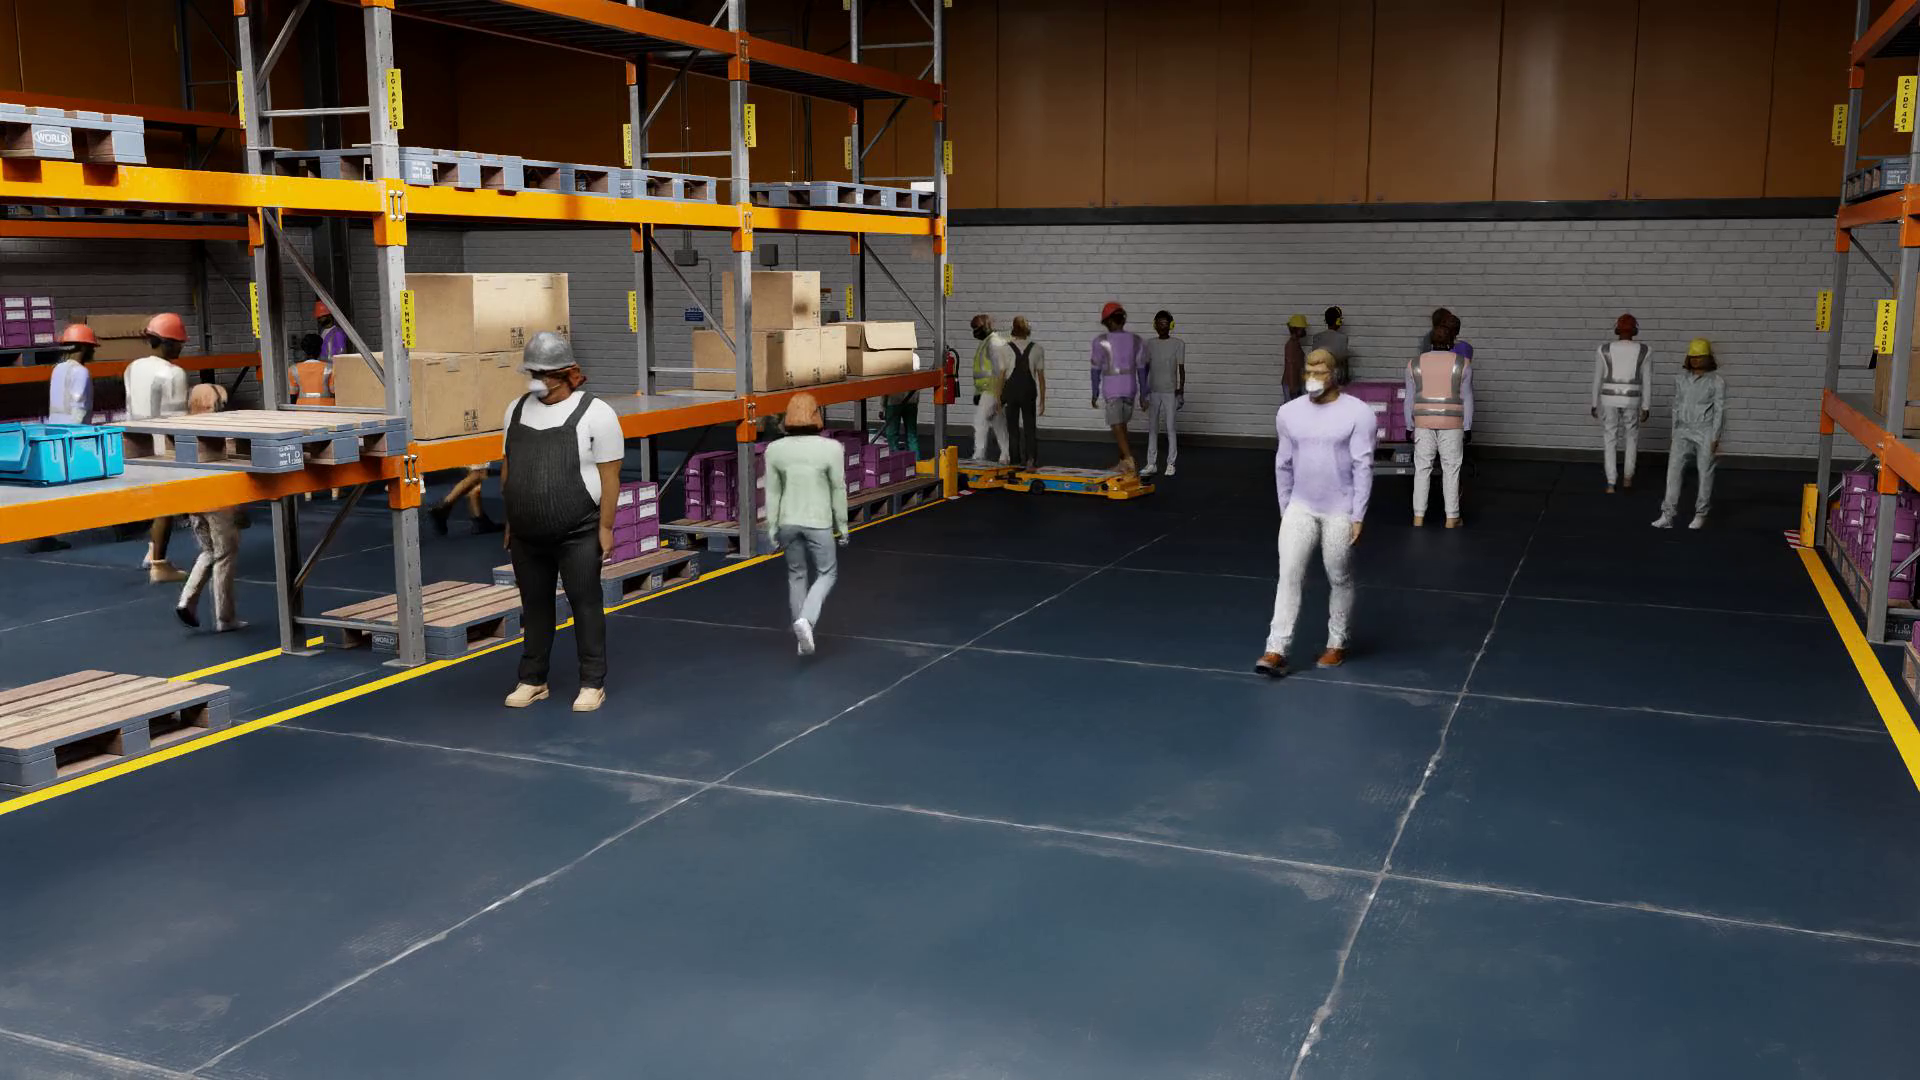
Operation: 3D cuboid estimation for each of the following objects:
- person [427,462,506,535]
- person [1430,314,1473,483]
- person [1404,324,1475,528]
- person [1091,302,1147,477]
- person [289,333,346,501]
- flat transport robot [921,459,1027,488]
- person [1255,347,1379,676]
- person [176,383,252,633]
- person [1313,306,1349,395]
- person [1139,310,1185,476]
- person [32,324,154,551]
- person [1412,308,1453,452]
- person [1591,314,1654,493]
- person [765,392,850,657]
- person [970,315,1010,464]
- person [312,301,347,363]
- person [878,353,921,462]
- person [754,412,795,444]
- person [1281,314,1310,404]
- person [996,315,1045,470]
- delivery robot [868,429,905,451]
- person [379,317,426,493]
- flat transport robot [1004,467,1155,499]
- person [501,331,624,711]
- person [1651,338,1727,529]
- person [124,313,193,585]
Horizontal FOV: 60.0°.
[{"bbox_3d":[-4.324,-0.961,14.452,0.551,1.916,0.747,8,12,39],"label":"person"},{"bbox_3d":[5.247,-1.489,17.854,0.565,1.846,0.390,-6,11,-31],"label":"person"},{"bbox_3d":[4.345,-1.031,15.089,0.621,1.845,0.429,5,10,25],"label":"person"},{"bbox_3d":[1.787,-1.626,18.298,0.608,1.992,0.950,-4,10,-23],"label":"person"},{"bbox_3d":[-6.483,-1.234,16.774,0.530,1.692,0.321,-2,9,-9],"label":"person"},{"bbox_3d":[0.016,-0.740,18.074,1.431,0.197,0.652,9,13,44],"label":"flat transport robot"},{"bbox_3d":[2.033,-0.140,9.530,0.635,1.901,0.950,6,11,31],"label":"person"},{"bbox_3d":[-4.804,-0.196,10.706,0.517,1.627,0.372,4,10,22],"label":"person"},{"bbox_3d":[4.558,-1.926,20.424,0.521,1.874,0.328,8,13,41],"label":"person"},{"bbox_3d":[2.289,-1.662,18.840,0.532,1.867,0.318,5,11,27],"label":"person"},{"bbox_3d":[-7.377,-0.869,13.981,0.553,1.869,1.028,7,11,35],"label":"person"},{"bbox_3d":[5.360,-1.661,18.750,0.686,1.898,0.700,0,9,3],"label":"person"},{"bbox_3d":[6.951,-1.437,17.510,0.581,1.864,0.718,3,10,18],"label":"person"},{"bbox_3d":[-0.934,-0.077,9.971,0.517,1.617,0.533,2,10,13],"label":"person"},{"bbox_3d":[0.280,-1.702,19.279,0.773,1.799,0.649,-1,9,-5],"label":"person"},{"bbox_3d":[-8.027,-2.084,21.214,0.543,1.928,0.372,9,13,43],"label":"person"},{"bbox_3d":[-0.663,-1.446,17.872,0.531,1.761,0.349,-7,12,-35],"label":"person"},{"bbox_3d":[-1.997,-1.468,17.560,0.603,1.914,1.038,9,13,42],"label":"person"},{"bbox_3d":[4.179,-1.925,20.743,0.331,1.765,0.533,3,10,17],"label":"person"},{"bbox_3d":[0.666,-1.547,18.267,0.525,1.826,0.391,0,9,-2],"label":"person"},{"bbox_3d":[-0.972,-0.995,18.479,0.707,0.478,0.477,5,10,27],"label":"delivery robot"},{"bbox_3d":[-5.793,-1.470,17.289,0.379,1.996,0.610,-7,11,-35],"label":"person"},{"bbox_3d":[1.232,-0.605,17.255,1.431,0.197,0.652,6,11,31],"label":"flat transport robot"},{"bbox_3d":[-2.158,-0.098,8.835,0.673,2.000,0.536,3,10,15],"label":"person"},{"bbox_3d":[6.501,-0.926,14.807,0.785,1.709,0.512,-8,12,-40],"label":"person"},{"bbox_3d":[-5.914,-0.671,12.378,0.629,2.016,0.502,6,11,33],"label":"person"}]
